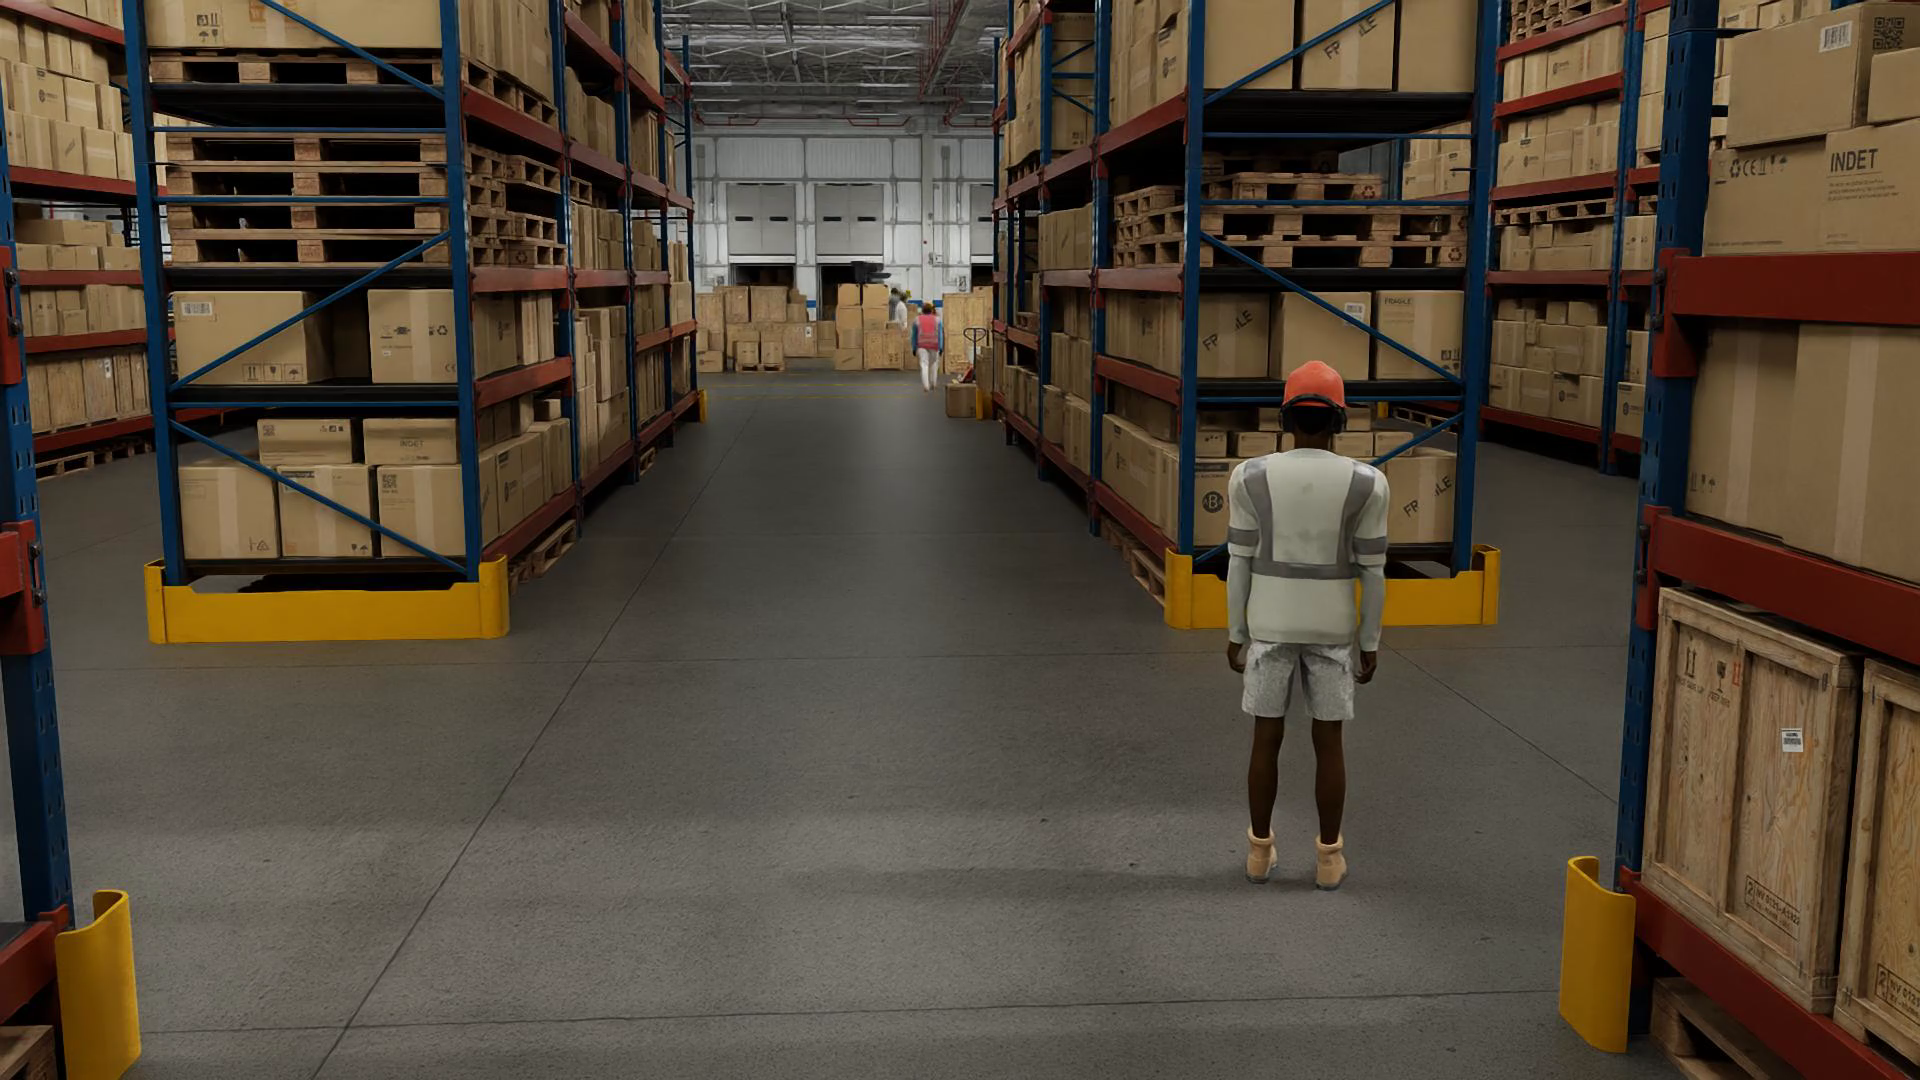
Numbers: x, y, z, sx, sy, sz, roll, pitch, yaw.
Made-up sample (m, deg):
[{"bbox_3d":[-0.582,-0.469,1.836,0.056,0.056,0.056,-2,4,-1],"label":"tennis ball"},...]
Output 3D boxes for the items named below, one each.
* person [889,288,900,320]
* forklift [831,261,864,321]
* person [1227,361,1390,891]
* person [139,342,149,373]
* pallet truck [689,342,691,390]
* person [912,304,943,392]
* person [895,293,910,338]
[{"bbox_3d":[-2.318,-7.829,57.977,0.636,1.931,0.377,3,10,20],"label":"person"},{"bbox_3d":[-3.331,-7.829,54.991,1.873,2.768,1.129,-1,9,-4],"label":"forklift"},{"bbox_3d":[1.326,0.332,6.420,0.601,2.036,0.404,2,9,11],"label":"person"},{"bbox_3d":[-15.403,-3.478,31.371,0.318,1.695,0.540,-3,10,-21],"label":"person"},{"bbox_3d":[-5.225,-3.008,27.480,1.885,1.965,0.823,2,9,14],"label":"pallet truck"},{"bbox_3d":[-0.662,-3.901,33.794,0.640,1.777,1.054,0,9,-1],"label":"person"},{"bbox_3d":[-1.581,-5.849,45.695,1.045,1.884,0.649,0,9,2],"label":"person"}]
